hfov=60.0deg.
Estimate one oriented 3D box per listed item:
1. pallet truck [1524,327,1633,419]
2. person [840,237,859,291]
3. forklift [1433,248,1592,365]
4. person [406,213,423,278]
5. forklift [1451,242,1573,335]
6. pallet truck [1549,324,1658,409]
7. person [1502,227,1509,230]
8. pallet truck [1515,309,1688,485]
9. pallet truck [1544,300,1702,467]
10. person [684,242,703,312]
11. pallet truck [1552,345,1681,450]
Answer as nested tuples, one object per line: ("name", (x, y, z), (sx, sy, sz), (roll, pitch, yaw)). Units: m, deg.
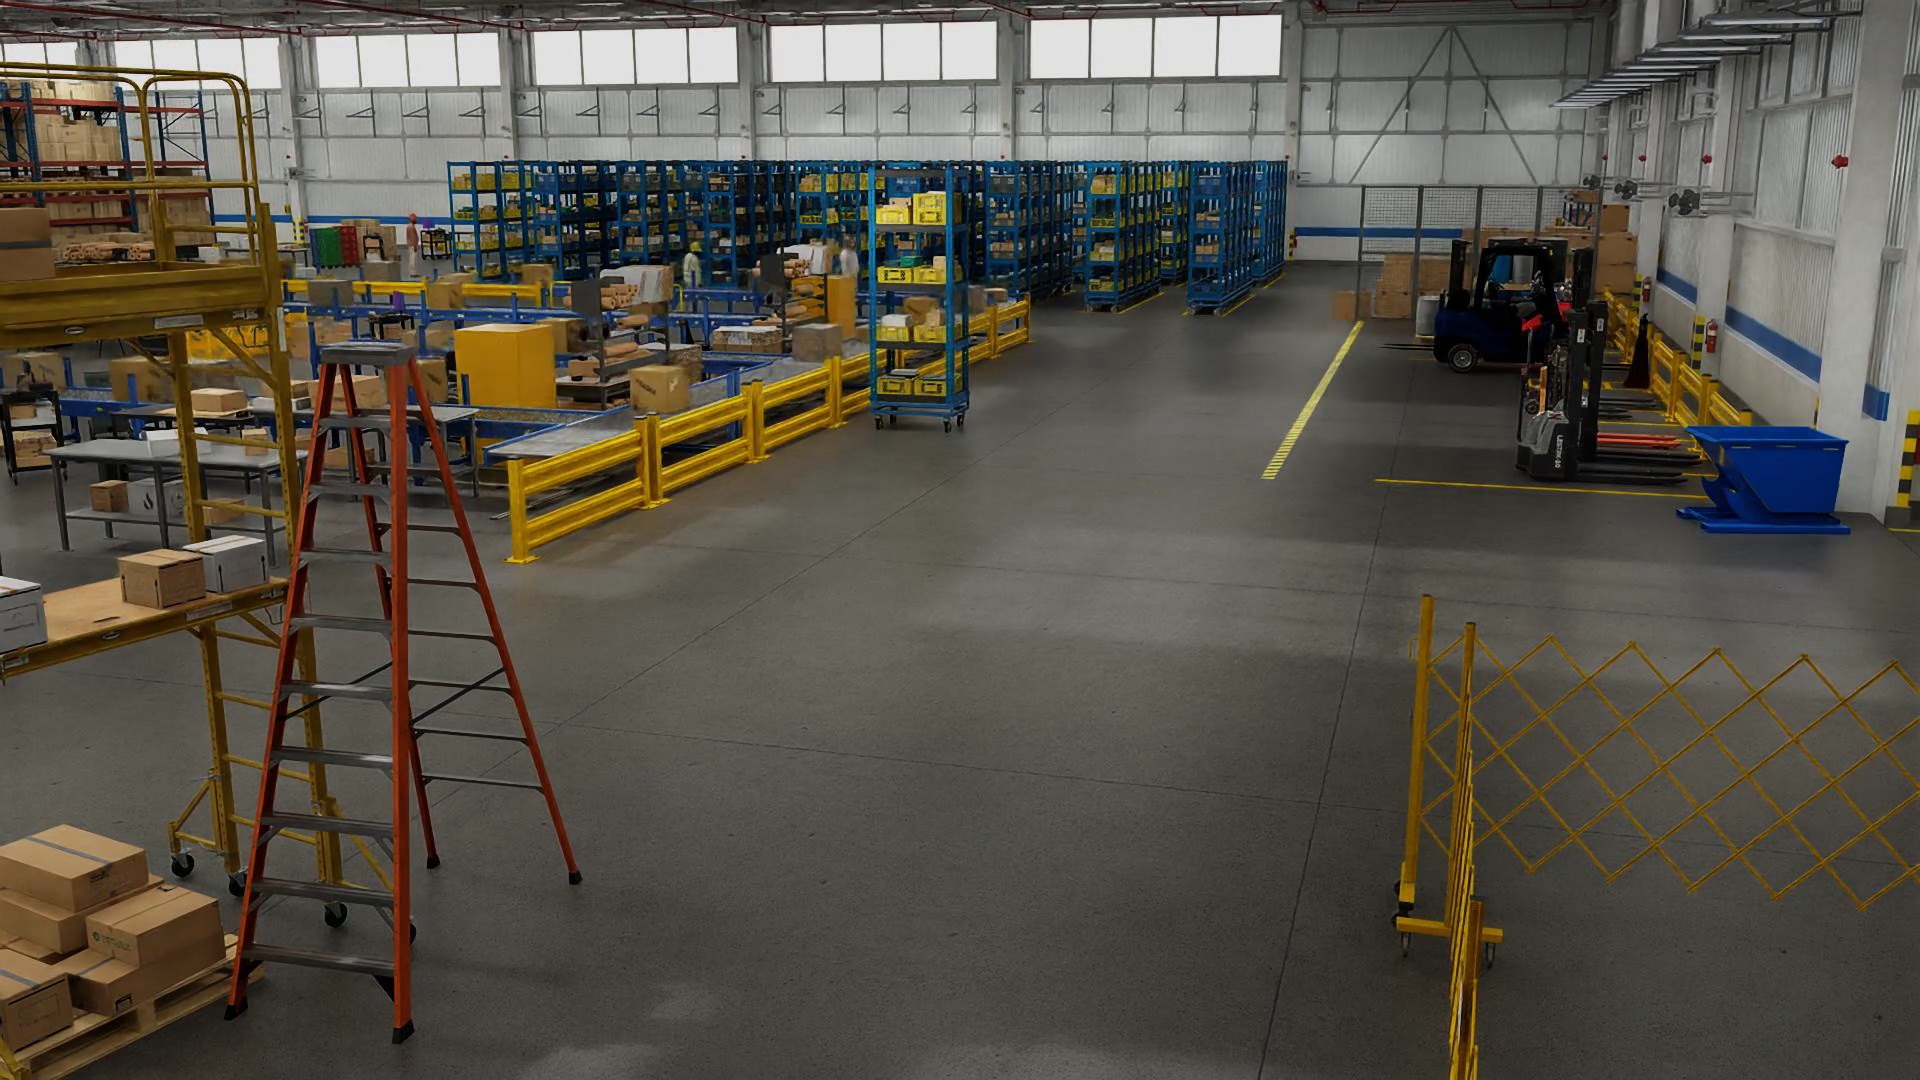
("pallet truck", (9.065, -2.460, 24.370), (1.522, 1.261, 0.704), (3, 13, 14))
("person", (-2.534, -6.122, 38.875), (0.436, 1.888, 0.667), (6, 14, 23))
("forklift", (9.780, -4.111, 29.280), (2.680, 1.987, 1.157), (3, 13, 14))
("person", (-17.018, -9.163, 51.780), (0.378, 1.996, 0.611), (-7, 15, -27))
("forklift", (10.464, -4.597, 31.405), (2.680, 1.987, 1.157), (4, 14, 16))
("pallet truck", (9.824, -2.669, 25.407), (1.601, 1.201, 0.680), (4, 14, 16))
("person", (14.735, -7.536, 45.078), (0.563, 1.847, 0.388), (0, 13, -2))
("pallet truck", (7.554, -1.677, 19.446), (1.885, 1.965, 0.823), (3, 13, 14))
("pallet truck", (8.263, -1.952, 20.631), (1.885, 1.965, 0.823), (5, 14, 20))
("person", (-6.225, -6.026, 38.676), (0.448, 1.791, 0.643), (-8, 15, -31))
("pallet truck", (8.641, -1.896, 21.908), (1.630, 1.274, 0.653), (4, 14, 16))
